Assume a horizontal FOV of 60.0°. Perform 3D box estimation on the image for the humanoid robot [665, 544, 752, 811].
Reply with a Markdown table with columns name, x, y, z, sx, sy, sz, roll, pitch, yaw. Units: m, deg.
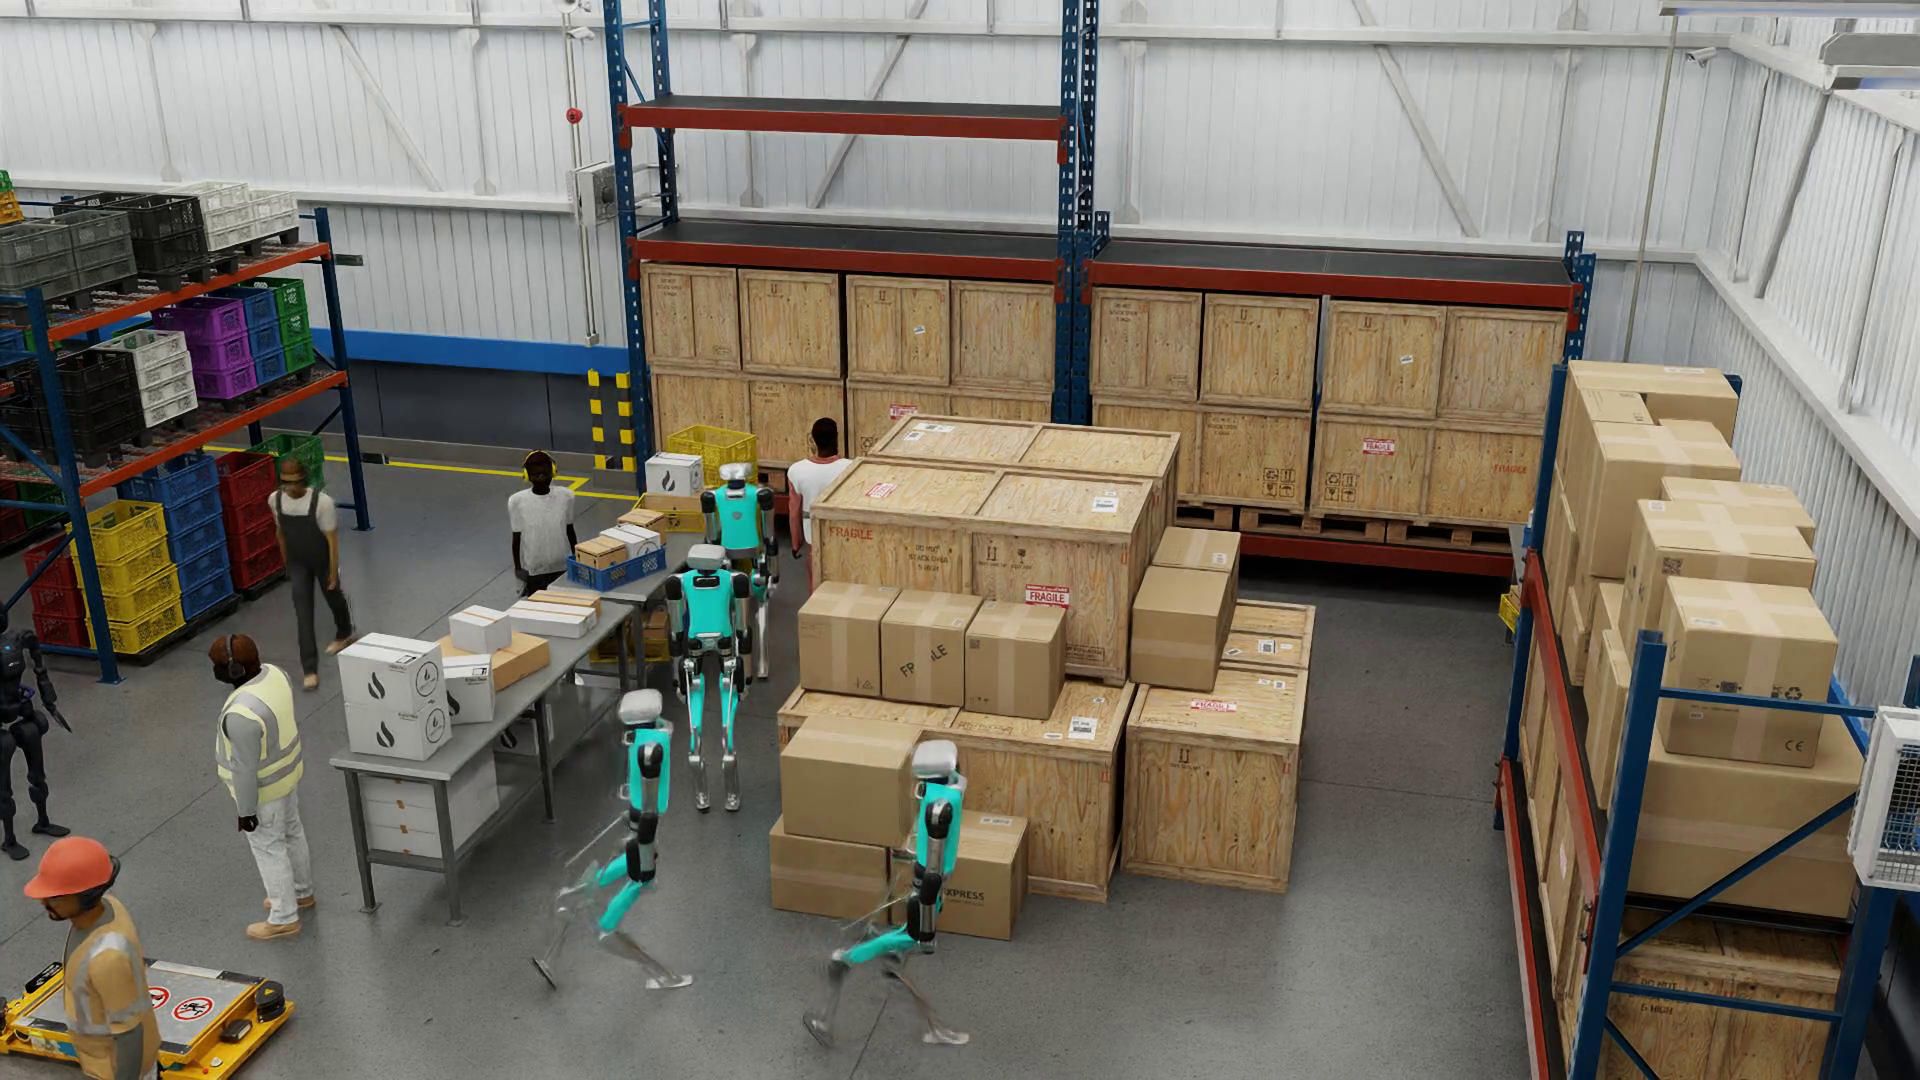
| name | x | y | z | sx | sy | sz | roll | pitch | yaw |
| --- | --- | --- | --- | --- | --- | --- | --- | --- | --- |
| humanoid robot | -1.570 | 0.931 | 10.475 | 0.530 | 1.738 | 0.692 | -2 | 21 | -5 |

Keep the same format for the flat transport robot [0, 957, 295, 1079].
| name | x | y | z | sx | sy | sz | roll | pitch | yaw |
| --- | --- | --- | --- | --- | --- | --- | --- | --- | --- |
| flat transport robot | -4.270 | 2.464 | 8.601 | 1.431 | 0.231 | 0.659 | 5 | 22 | 13 |

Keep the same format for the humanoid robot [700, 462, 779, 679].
| name | x | y | z | sx | sy | sz | roll | pitch | yaw |
| --- | --- | --- | --- | --- | --- | --- | --- | --- | --- |
| humanoid robot | -1.604 | 0.196 | 12.391 | 0.549 | 1.753 | 0.677 | -1 | 21 | -2 |

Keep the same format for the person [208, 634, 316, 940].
| name | x | y | z | sx | sy | sz | roll | pitch | yaw |
| --- | --- | --- | --- | --- | --- | --- | --- | --- | --- |
| person | -3.897 | 1.366 | 9.289 | 0.429 | 1.834 | 0.632 | -1 | 21 | -2 |

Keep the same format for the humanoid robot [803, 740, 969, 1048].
| name | x | y | z | sx | sy | sz | roll | pitch | yaw |
| --- | --- | --- | --- | --- | --- | --- | --- | --- | --- |
| humanoid robot | -0.441 | 1.800 | 8.301 | 0.969 | 1.766 | 0.544 | 2 | 21 | 5 |

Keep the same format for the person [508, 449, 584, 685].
| name | x | y | z | sx | sy | sz | roll | pitch | yaw |
| --- | --- | --- | --- | --- | --- | --- | --- | --- | --- |
| person | -3.019 | 0.229 | 12.201 | 0.517 | 1.873 | 0.332 | -11 | 24 | -27 |

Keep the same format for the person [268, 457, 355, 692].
| name | x | y | z | sx | sy | sz | roll | pitch | yaw |
| --- | --- | --- | --- | --- | --- | --- | --- | --- | --- |
| person | -4.875 | 0.165 | 12.524 | 0.500 | 1.780 | 0.987 | -1 | 21 | -2 |

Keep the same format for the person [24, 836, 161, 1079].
| name | x | y | z | sx | sy | sz | roll | pitch | yaw |
| --- | --- | --- | --- | --- | --- | --- | --- | --- | --- |
| person | -3.540 | 2.143 | 6.953 | 0.362 | 2.048 | 0.610 | -14 | 25 | -32 |

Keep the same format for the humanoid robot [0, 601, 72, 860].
| name | x | y | z | sx | sy | sz | roll | pitch | yaw |
| --- | --- | --- | --- | --- | --- | --- | --- | --- | --- |
| humanoid robot | -5.766 | 1.113 | 10.140 | 0.315 | 1.657 | 0.599 | 10 | 23 | 24 |

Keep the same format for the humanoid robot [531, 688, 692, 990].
| name | x | y | z | sx | sy | sz | roll | pitch | yaw |
| --- | --- | --- | --- | --- | --- | --- | --- | --- | --- |
| humanoid robot | -1.942 | 1.637 | 8.730 | 0.952 | 1.765 | 0.547 | -3 | 21 | -9 |

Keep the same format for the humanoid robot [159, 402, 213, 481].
| name | x | y | z | sx | sy | sz | roll | pitch | yaw |
| --- | --- | --- | --- | --- | --- | --- | --- | --- | --- |
| humanoid robot | -7.722 | -1.263 | 16.392 | 0.616 | 1.637 | 0.401 | -6 | 22 | -16 |

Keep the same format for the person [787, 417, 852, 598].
| name | x | y | z | sx | sy | sz | roll | pitch | yaw |
| --- | --- | --- | --- | --- | --- | --- | --- | --- | --- |
| person | -1.007 | 0.003 | 12.735 | 0.589 | 1.915 | 0.399 | -1 | 21 | -2 |
